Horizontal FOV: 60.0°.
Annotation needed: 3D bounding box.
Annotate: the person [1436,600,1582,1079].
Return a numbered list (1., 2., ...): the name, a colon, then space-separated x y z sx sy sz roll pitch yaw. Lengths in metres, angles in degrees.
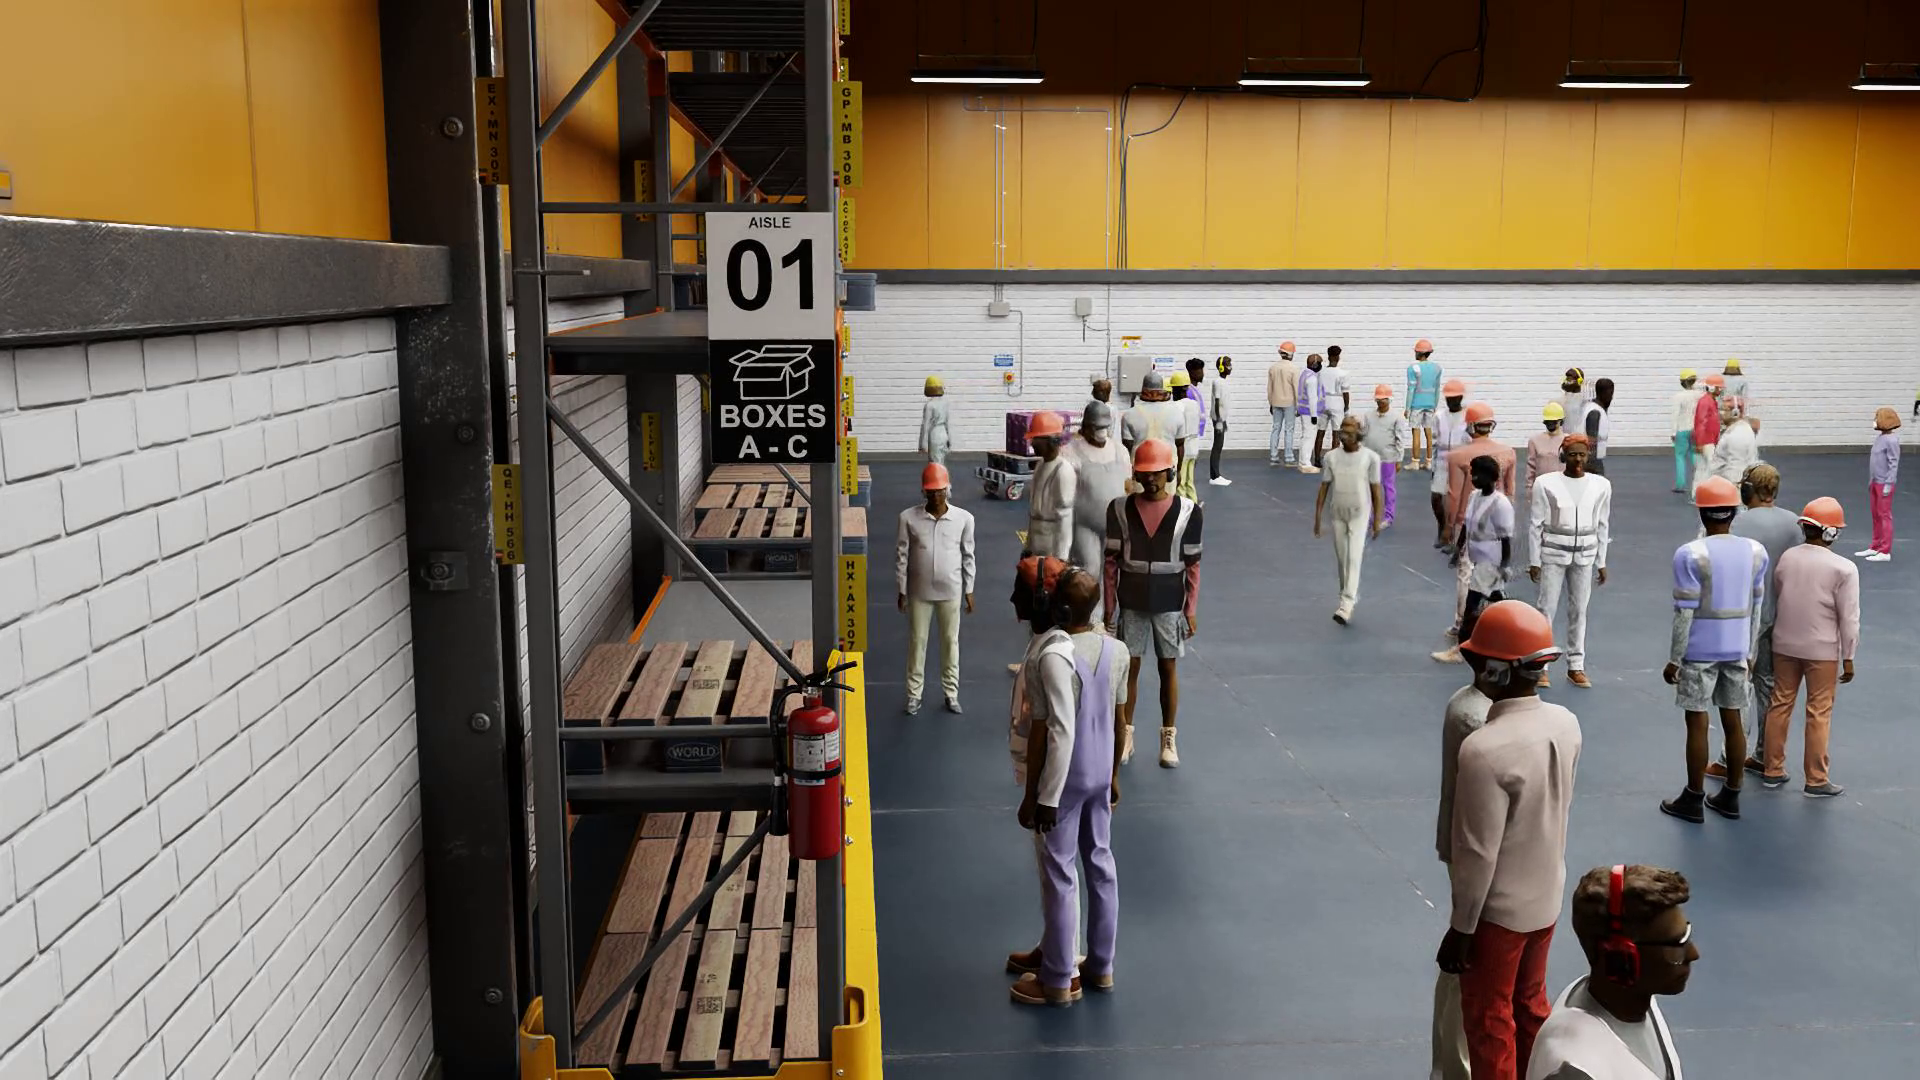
1. person: 1.773 1.181 5.446 0.612 1.995 0.382 -9 12 -43

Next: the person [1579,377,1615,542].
1. person: 7.136 -0.903 18.837 0.506 1.897 0.635 4 10 26

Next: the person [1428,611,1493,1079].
1. person: 1.877 1.159 5.963 0.328 1.876 0.514 1 9 9

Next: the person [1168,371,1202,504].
1. person: 2.577 -1.003 19.414 0.393 1.919 0.589 7 11 38

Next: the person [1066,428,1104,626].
1. person: 1.092 -0.115 14.535 0.559 1.697 0.629 5 10 26

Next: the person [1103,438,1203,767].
1. person: 1.180 0.388 10.270 0.608 2.044 0.370 2 9 11

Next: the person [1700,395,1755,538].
1. person: 7.419 -0.456 16.058 0.412 1.893 0.688 6 11 31

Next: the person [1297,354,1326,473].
1. person: 5.402 -1.943 25.590 0.430 1.838 0.632 1 9 5

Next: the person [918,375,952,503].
1. person: -0.374 -1.299 21.826 0.554 1.721 0.513 6 11 33

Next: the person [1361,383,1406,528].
1. person: 5.069 -1.013 20.012 0.345 1.746 0.568 -8 12 -42

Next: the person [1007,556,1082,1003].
1. person: 0.369 0.993 6.973 0.339 1.882 0.581 0 9 1

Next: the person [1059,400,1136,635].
1. person: 1.190 -0.163 13.737 0.687 2.000 0.868 -5 10 -27

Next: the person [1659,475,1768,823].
1. person: 4.163 0.608 9.240 0.545 1.933 0.376 -2 9 -11

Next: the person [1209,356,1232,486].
1. person: 3.788 -1.727 24.095 0.327 1.874 0.517 3 9 17

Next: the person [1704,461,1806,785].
1. person: 4.721 0.494 9.935 0.632 1.940 0.372 -3 10 -21

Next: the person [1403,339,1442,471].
1. person: 7.145 -2.081 25.769 0.614 2.045 0.368 -4 10 -21

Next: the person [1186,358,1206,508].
1. person: 3.035 -1.403 21.754 0.361 1.964 0.617 2 9 13

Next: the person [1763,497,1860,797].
1. person: 4.982 0.616 9.746 0.342 1.749 0.573 -6 11 -34

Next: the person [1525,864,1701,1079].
1. person: 1.330 1.564 3.491 0.389 1.850 0.566 5 10 29

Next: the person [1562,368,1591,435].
1. person: 7.806 -1.261 21.192 0.327 1.865 0.521 -2 9 -12

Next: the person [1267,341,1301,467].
1. person: 5.163 -2.156 26.395 0.381 1.994 0.622 -8 12 -42

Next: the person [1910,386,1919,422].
1. person: 15.133 -1.913 25.890 0.548 1.671 0.629 1 9 5

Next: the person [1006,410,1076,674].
1. person: 0.694 0.030 12.579 0.597 2.033 0.628 -2 9 -15

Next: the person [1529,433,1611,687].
1. person: 4.482 0.153 12.254 0.574 1.882 0.356 0 9 3

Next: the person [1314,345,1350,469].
1. person: 5.765 -2.049 25.863 0.604 1.957 0.386 7 11 36

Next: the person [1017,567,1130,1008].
1. person: 0.466 1.019 6.930 0.507 1.846 0.344 -6 11 -34

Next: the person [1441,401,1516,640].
1. person: 4.299 -0.152 13.808 0.609 1.996 0.378 -2 9 -10

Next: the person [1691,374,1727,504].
1. person: 9.928 -1.309 21.866 0.555 1.734 0.598 6 11 33

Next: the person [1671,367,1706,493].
1. person: 10.137 -1.514 23.083 0.551 1.753 0.503 -1 9 -9

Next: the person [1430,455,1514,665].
1. person: 4.138 0.145 13.067 0.868 1.642 0.521 -1 9 -7

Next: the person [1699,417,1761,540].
1. person: 7.824 -0.445 16.913 0.734 1.630 0.528 1 9 3

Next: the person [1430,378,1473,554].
1. person: 5.360 -0.800 18.109 0.553 1.920 0.410 7 11 37

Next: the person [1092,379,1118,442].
1. person: 1.667 -0.938 19.223 0.325 1.842 0.516 3 10 19

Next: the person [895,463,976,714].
1. person: -0.170 0.335 11.506 0.563 1.753 0.327 -1 9 -3

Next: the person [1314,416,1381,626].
1. person: 3.341 -0.164 14.489 0.523 1.801 0.903 6 11 33

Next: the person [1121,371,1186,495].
1. person: 1.999 -0.751 17.432 0.676 2.000 0.536 0 9 -3

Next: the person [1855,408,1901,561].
1. person: 9.811 -0.594 17.717 0.275 1.632 0.507 2 9 10

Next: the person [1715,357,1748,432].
1. person: 12.341 -2.066 26.675 0.493 1.724 0.437 3 10 20

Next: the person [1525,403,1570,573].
1. person: 5.980 -0.514 16.838 0.518 1.757 0.339 6 11 33
